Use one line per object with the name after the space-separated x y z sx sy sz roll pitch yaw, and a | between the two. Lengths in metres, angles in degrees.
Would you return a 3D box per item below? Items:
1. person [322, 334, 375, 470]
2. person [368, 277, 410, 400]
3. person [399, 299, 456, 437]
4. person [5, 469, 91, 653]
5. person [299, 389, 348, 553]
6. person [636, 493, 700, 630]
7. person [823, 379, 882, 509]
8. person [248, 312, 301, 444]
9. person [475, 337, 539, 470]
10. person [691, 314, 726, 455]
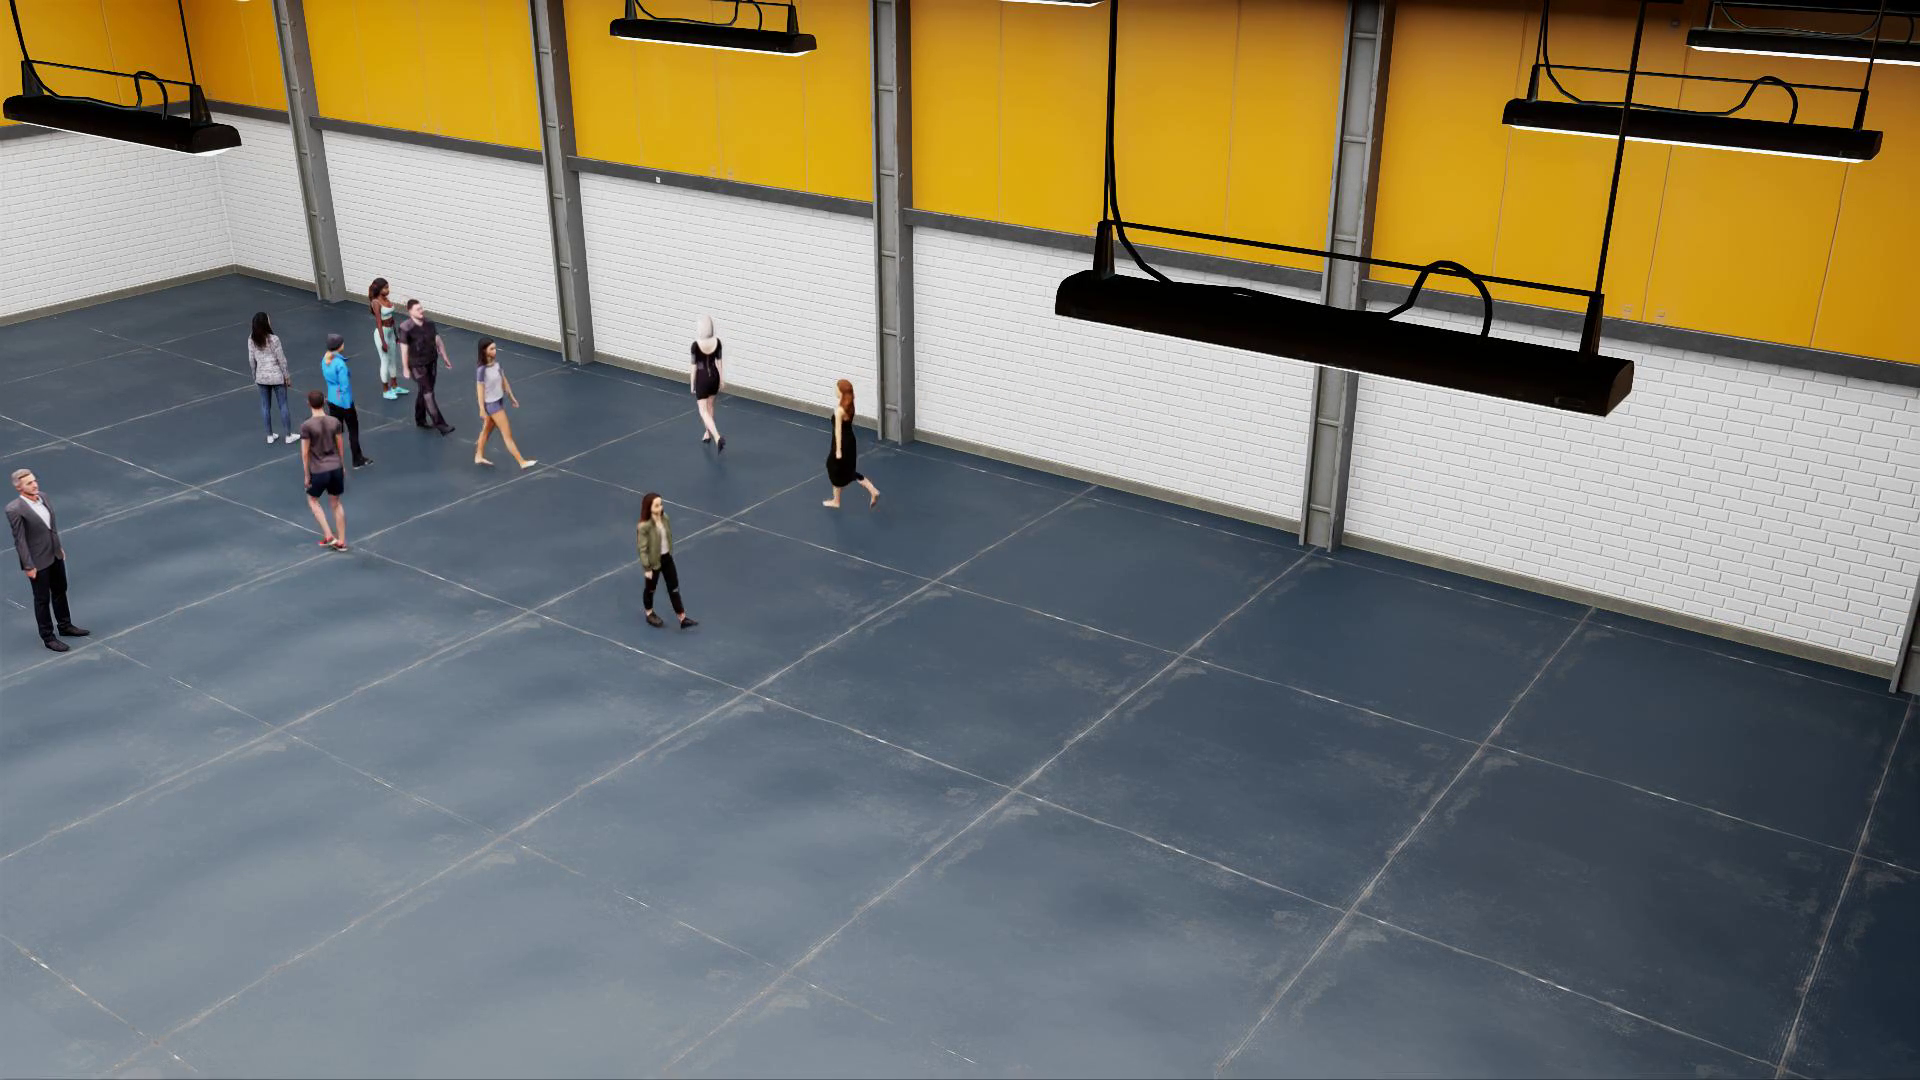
-7.692 -1.636 20.433 1.035 1.774 0.745 19 30 36 | person
-8.027 -2.830 23.227 0.664 1.724 0.647 4 24 8 | person
-7.113 -2.274 21.858 1.147 1.801 0.775 13 27 27 | person
-8.964 0.157 16.246 0.789 1.842 0.804 3 24 6 | person
-6.925 -0.726 18.271 0.693 1.837 0.718 20 31 39 | person
-3.075 0.206 16.623 0.902 1.450 0.644 18 29 35 | person
-1.269 -1.075 19.364 1.003 1.603 0.714 8 25 19 | person
-8.949 -2.112 21.574 0.636 1.731 0.755 2 24 4 | person
-5.864 -1.672 20.629 1.197 1.682 0.908 5 24 11 | person
-3.178 -1.952 21.117 0.852 1.805 1.163 -16 28 -32 | person
